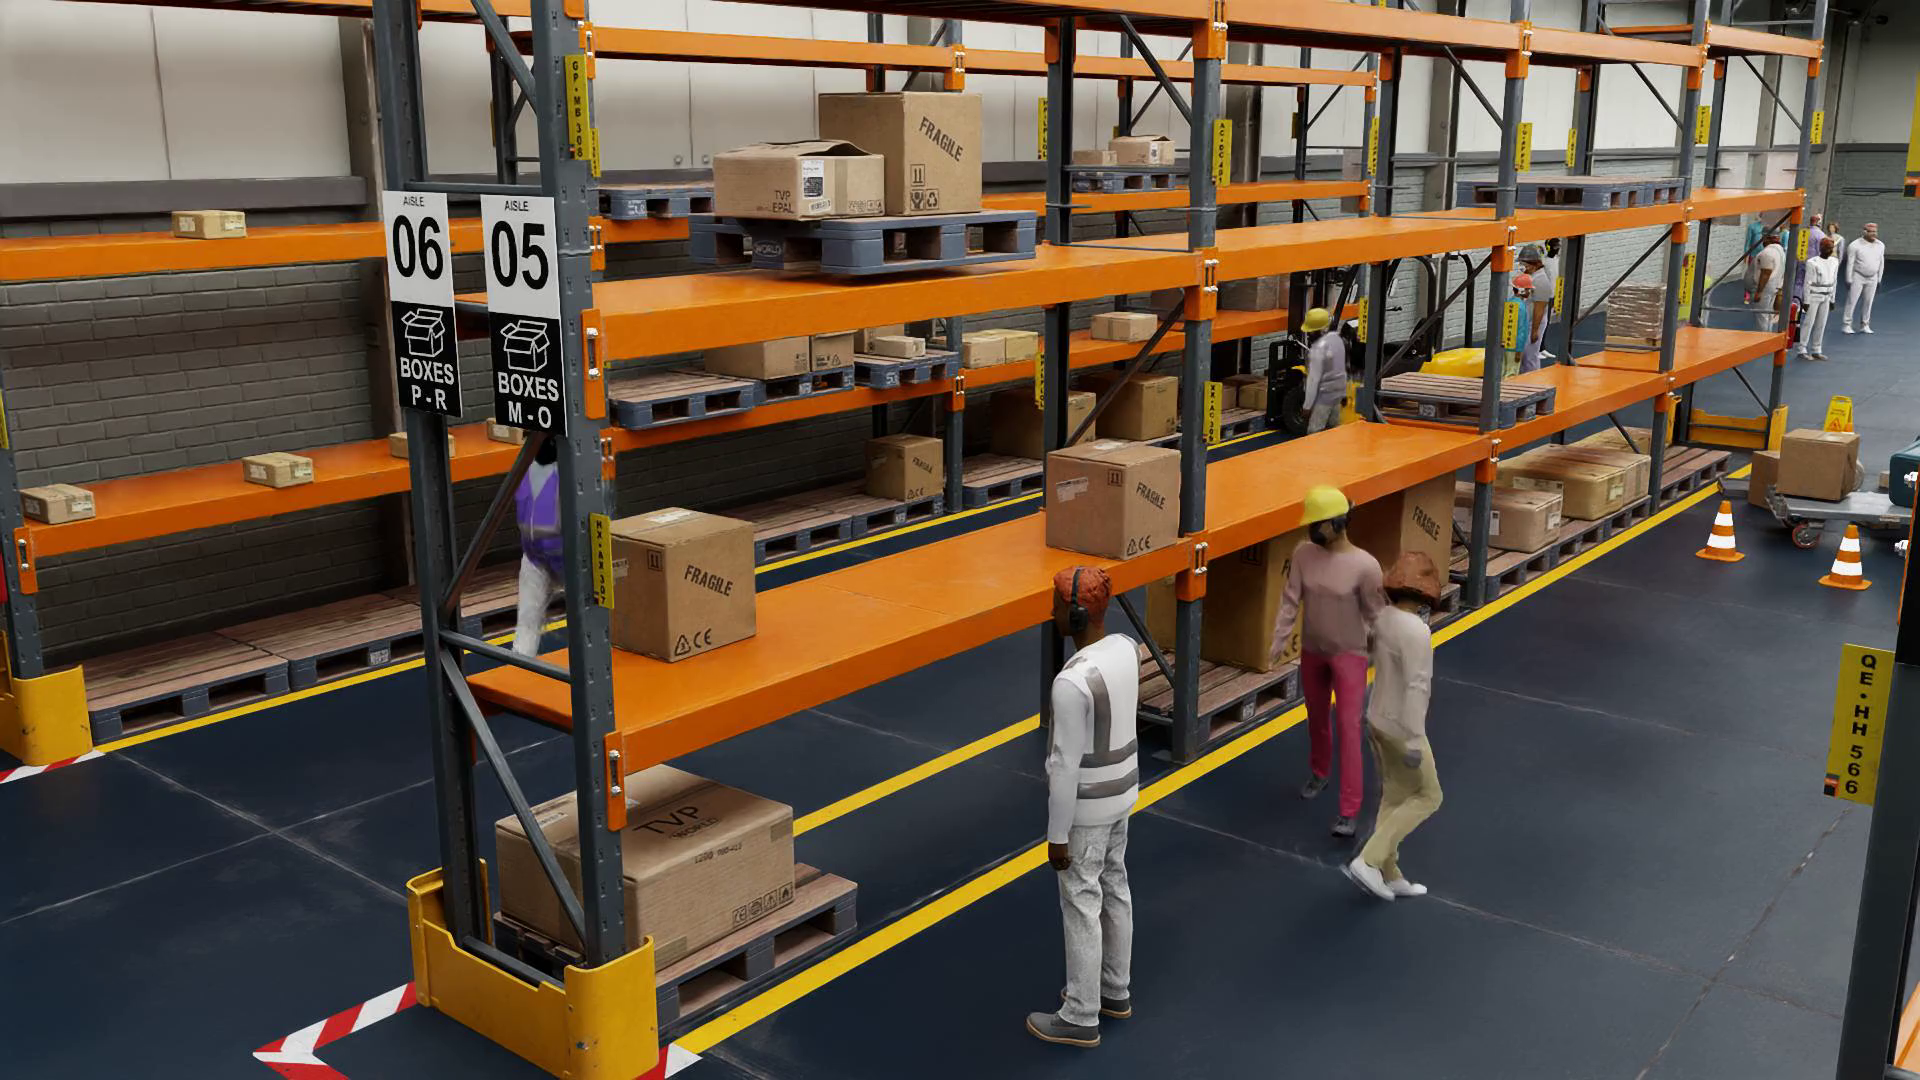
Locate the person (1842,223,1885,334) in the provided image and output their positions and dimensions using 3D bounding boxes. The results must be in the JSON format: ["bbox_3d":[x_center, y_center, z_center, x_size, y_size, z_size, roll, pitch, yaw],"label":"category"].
[{"bbox_3d":[15.636,-4.514,28.750,0.650,1.900,0.400,0,14,-2],"label":"person"}]

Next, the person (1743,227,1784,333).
[{"bbox_3d":[12.632,-3.966,26.218,0.539,2.000,0.689,11,18,38],"label":"person"}]

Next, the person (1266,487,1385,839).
[{"bbox_3d":[1.874,0.594,8.339,0.625,1.720,0.763,13,19,43],"label":"person"}]

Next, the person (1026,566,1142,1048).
[{"bbox_3d":[0.487,1.005,6.315,0.358,1.880,0.575,8,16,30],"label":"person"}]

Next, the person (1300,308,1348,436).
[{"bbox_3d":[3.583,-1.395,16.303,0.407,1.787,0.740,11,17,37],"label":"person"}]

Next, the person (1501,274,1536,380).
[{"bbox_3d":[6.818,-2.386,20.393,0.354,1.745,0.567,1,14,4],"label":"person"}]

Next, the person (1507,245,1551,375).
[{"bbox_3d":[7.236,-2.766,21.330,0.535,2.000,0.686,-1,14,-4],"label":"person"}]

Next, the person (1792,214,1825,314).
[{"bbox_3d":[16.342,-5.302,31.956,0.399,1.899,0.646,-4,14,-15],"label":"person"}]

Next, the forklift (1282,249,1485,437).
[{"bbox_3d":[4.886,-2.214,18.767,2.313,2.155,1.214,11,18,38],"label":"forklift"}]

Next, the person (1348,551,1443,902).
[{"bbox_3d":[1.999,0.847,7.491,0.347,1.610,0.554,-1,14,-3],"label":"person"}]

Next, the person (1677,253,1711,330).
[{"bbox_3d":[9.996,-3.027,22.863,0.576,1.816,0.661,1,14,5],"label":"person"}]

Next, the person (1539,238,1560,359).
[{"bbox_3d":[9.035,-3.726,25.590,0.518,1.874,0.330,-12,18,-39],"label":"person"}]

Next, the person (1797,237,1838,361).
[{"bbox_3d":[13.087,-3.666,25.347,0.568,1.878,0.351,-5,15,-18],"label":"person"}]
